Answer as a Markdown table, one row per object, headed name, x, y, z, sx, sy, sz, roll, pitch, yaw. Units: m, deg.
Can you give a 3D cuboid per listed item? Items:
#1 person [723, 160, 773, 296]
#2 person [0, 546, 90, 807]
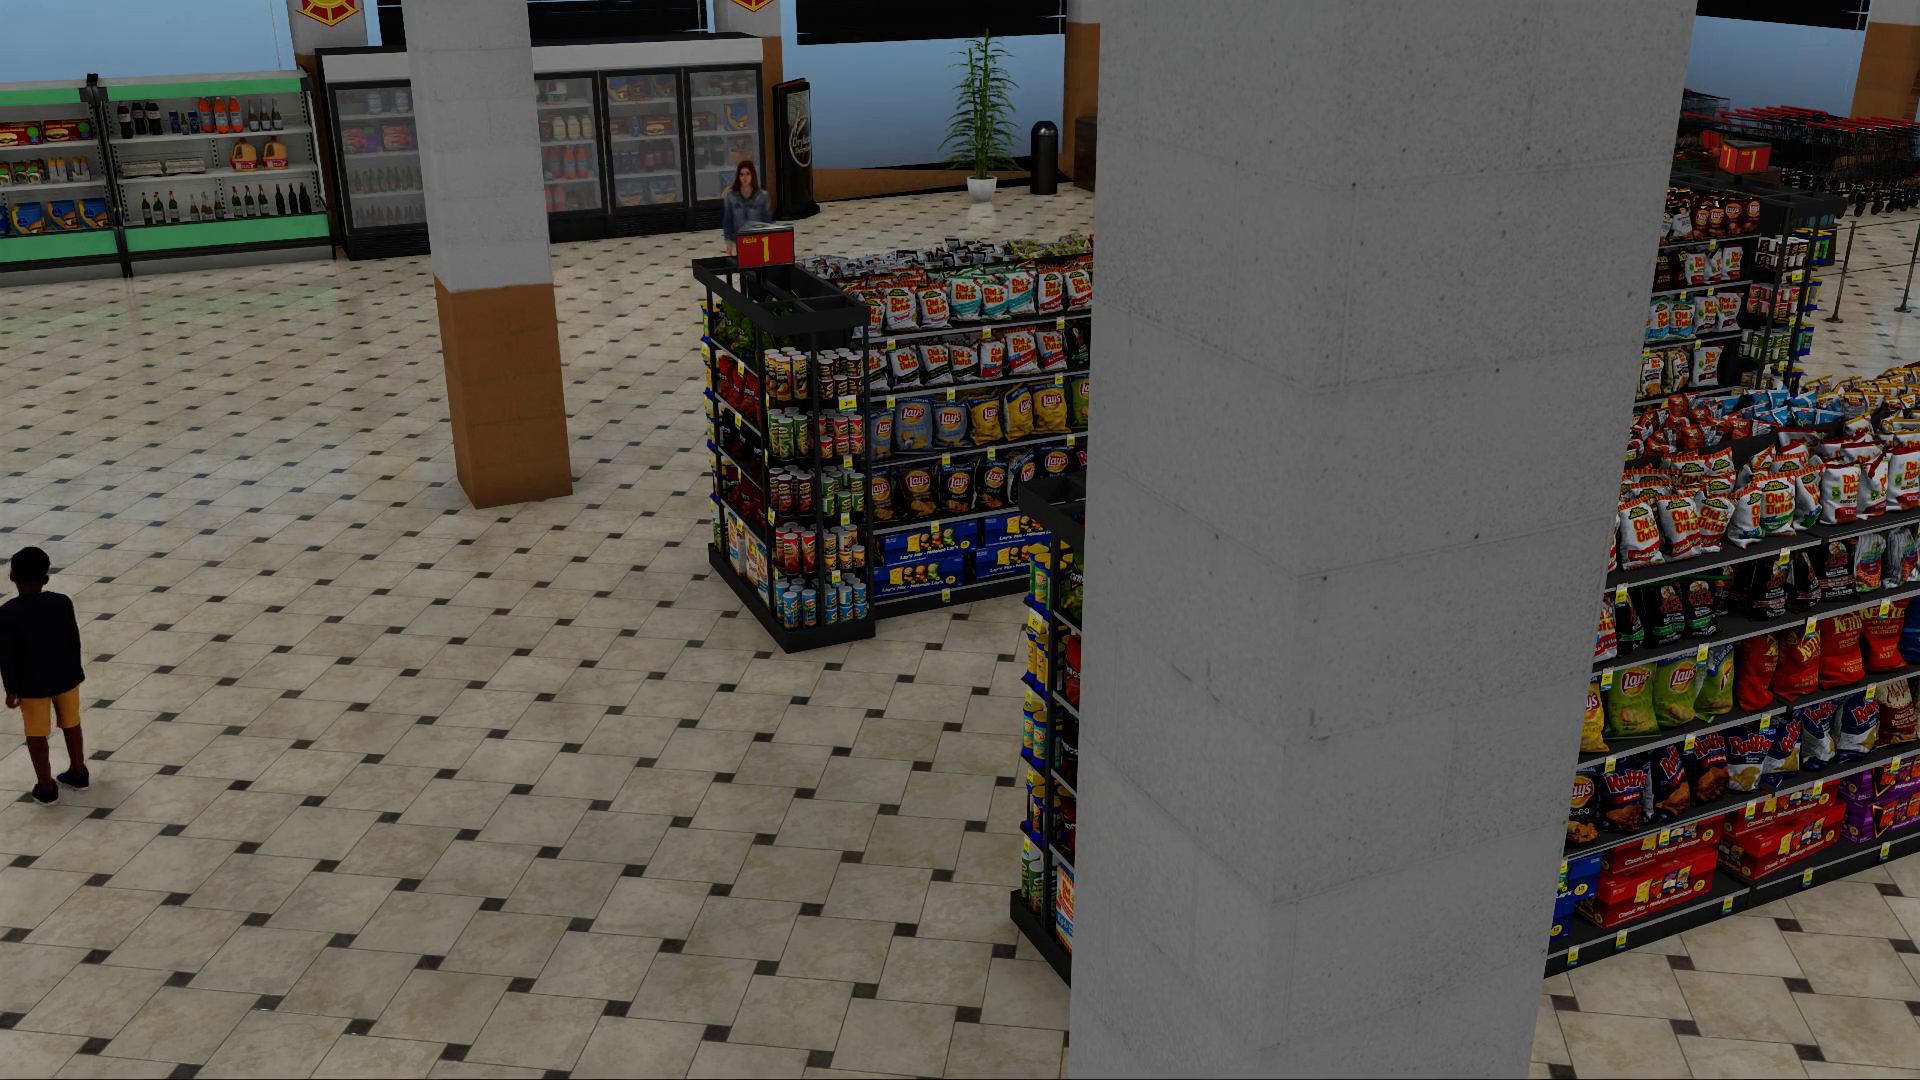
| name | x | y | z | sx | sy | sz | roll | pitch | yaw |
| --- | --- | --- | --- | --- | --- | --- | --- | --- | --- |
| person | -2.022 | -2.826 | 16.019 | 1.023 | 1.668 | 0.974 | 1 | 22 | 2 |
| person | -4.348 | 0.652 | 7.919 | 0.682 | 1.255 | 0.585 | 13 | 25 | 30 |
